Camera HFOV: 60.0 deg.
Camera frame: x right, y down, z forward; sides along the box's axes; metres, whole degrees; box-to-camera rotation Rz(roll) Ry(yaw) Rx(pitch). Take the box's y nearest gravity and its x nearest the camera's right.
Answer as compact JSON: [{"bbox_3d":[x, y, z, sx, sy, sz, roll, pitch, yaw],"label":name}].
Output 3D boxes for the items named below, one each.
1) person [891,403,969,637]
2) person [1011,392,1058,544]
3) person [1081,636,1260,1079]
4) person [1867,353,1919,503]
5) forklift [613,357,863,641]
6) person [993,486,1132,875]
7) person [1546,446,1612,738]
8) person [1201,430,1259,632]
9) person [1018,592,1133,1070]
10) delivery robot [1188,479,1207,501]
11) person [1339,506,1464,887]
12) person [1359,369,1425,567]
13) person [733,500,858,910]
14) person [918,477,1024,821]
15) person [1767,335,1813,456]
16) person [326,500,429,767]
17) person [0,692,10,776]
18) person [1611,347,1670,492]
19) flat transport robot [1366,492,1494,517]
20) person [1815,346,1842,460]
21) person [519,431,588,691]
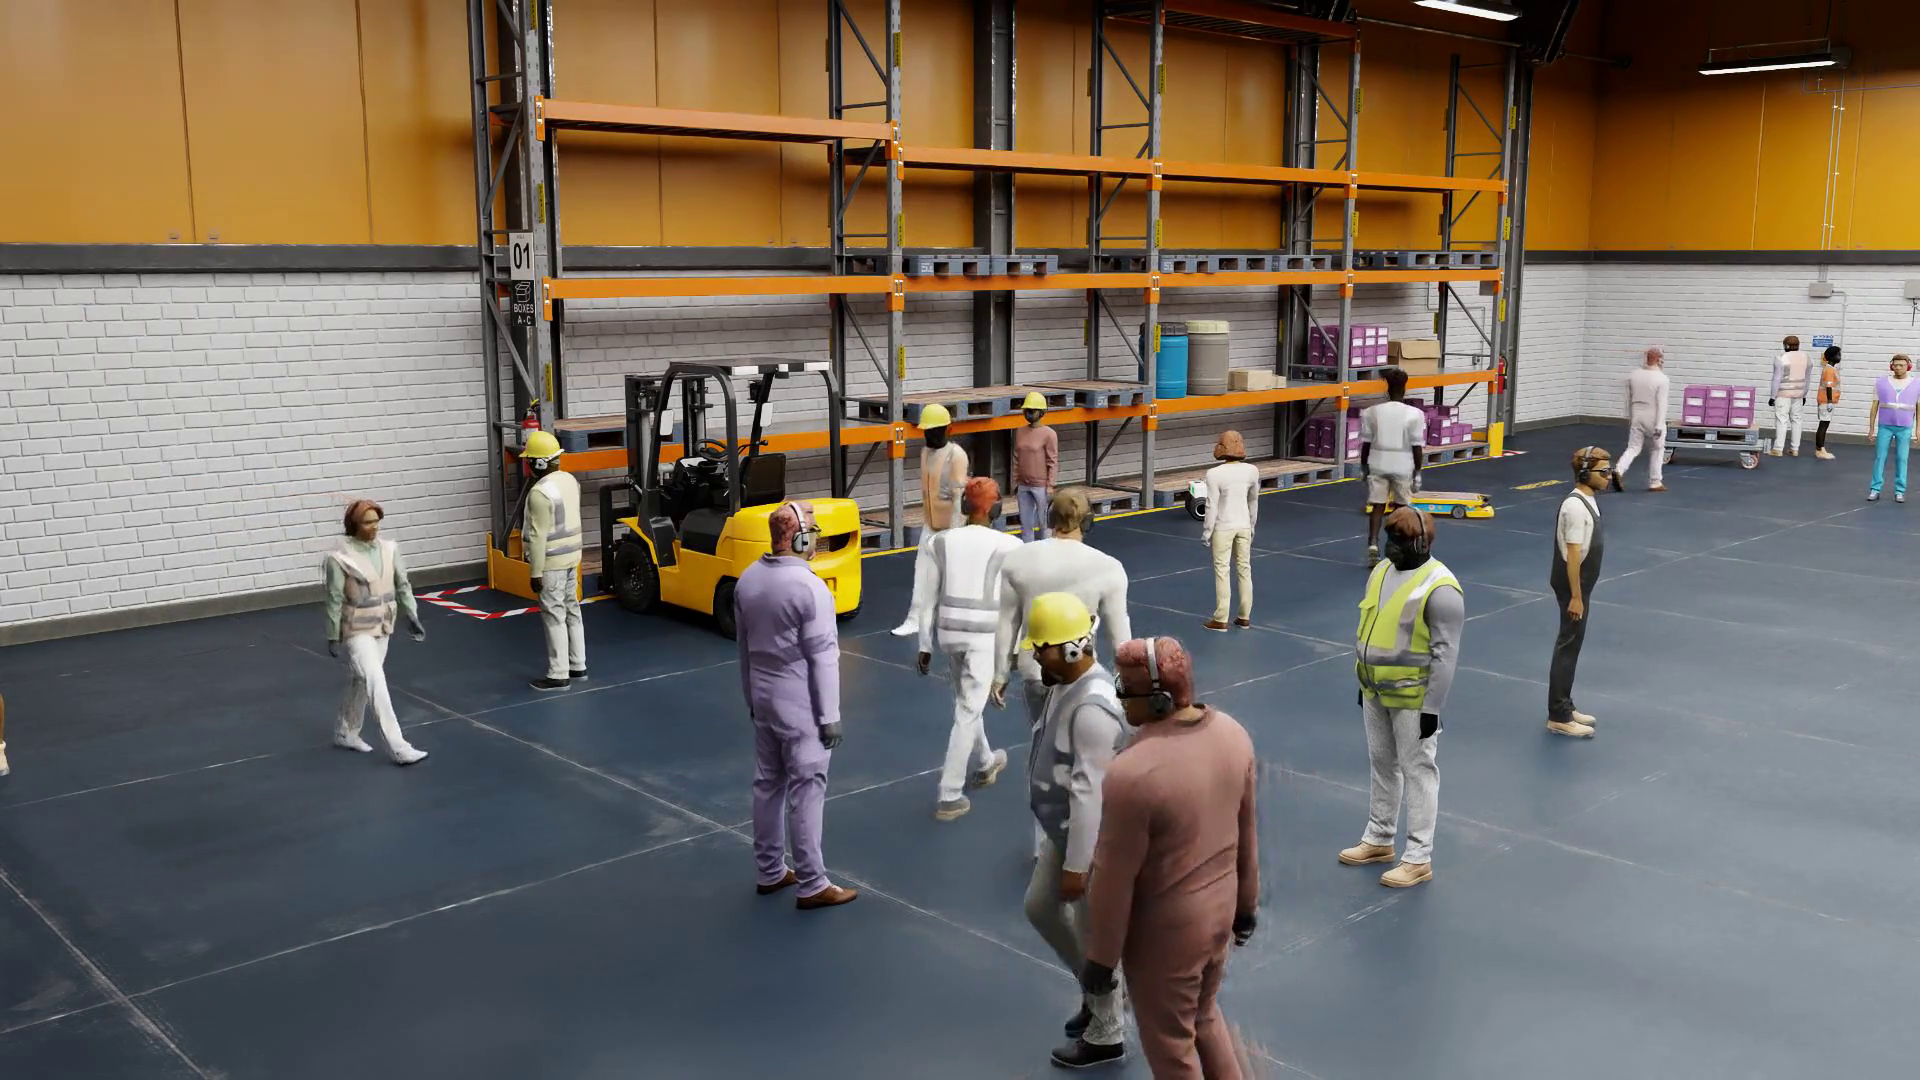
[{"bbox_3d":[-0.089,-0.183,13.477,1.042,1.869,0.598,-8,13,-39],"label":"person"},{"bbox_3d":[0.694,-0.515,15.687,0.524,1.772,0.301,9,13,43],"label":"person"},{"bbox_3d":[0.660,1.213,5.291,0.410,1.870,0.706,9,13,41],"label":"person"},{"bbox_3d":[11.562,-1.385,20.557,0.569,1.843,0.374,6,11,31],"label":"person"},{"bbox_3d":[-1.847,-0.414,13.852,1.214,2.155,2.313,-9,13,-42],"label":"forklift"},{"bbox_3d":[0.553,0.671,8.335,0.664,1.903,0.853,4,11,23],"label":"person"},{"bbox_3d":[3.930,0.320,10.575,0.327,1.843,0.514,4,11,24],"label":"person"},{"bbox_3d":[2.187,-0.073,13.492,0.499,1.634,0.279,-4,11,-24],"label":"person"},{"bbox_3d":[0.444,1.081,6.220,0.443,1.806,0.646,-2,10,-9],"label":"person"},{"bbox_3d":[3.006,-0.562,19.239,0.707,0.478,0.477,0,10,1],"label":"delivery robot"},{"bbox_3d":[2.137,0.748,8.084,0.429,1.844,0.627,-4,10,-22],"label":"person"},{"bbox_3d":[4.198,-0.692,16.225,0.633,1.942,0.728,5,11,28],"label":"person"},{"bbox_3d":[-0.765,0.764,7.802,0.402,1.909,0.639,-9,13,-42],"label":"person"},{"bbox_3d":[0.080,0.567,9.203,0.564,1.829,0.954,5,11,26],"label":"person"},{"bbox_3d":[12.583,-2.185,25.274,0.623,1.839,0.429,-2,10,-9],"label":"person"},{"bbox_3d":[-3.508,0.550,9.975,0.847,1.592,0.514,4,11,25],"label":"person"},{"bbox_3d":[-5.737,0.411,9.464,0.378,2.045,0.605,0,10,0],"label":"person"},{"bbox_3d":[8.766,-1.528,21.307,0.843,1.881,0.644,-5,11,-29],"label":"person"},{"bbox_3d":[5.531,-0.433,19.589,1.431,0.197,0.652,2,10,14],"label":"flat transport robot"},{"bbox_3d":[13.023,-2.059,24.941,0.318,1.697,0.536,4,11,24],"label":"person"},{"bbox_3d":[-2.865,0.145,11.677,0.404,1.826,0.590,2,10,12],"label":"person"}]
